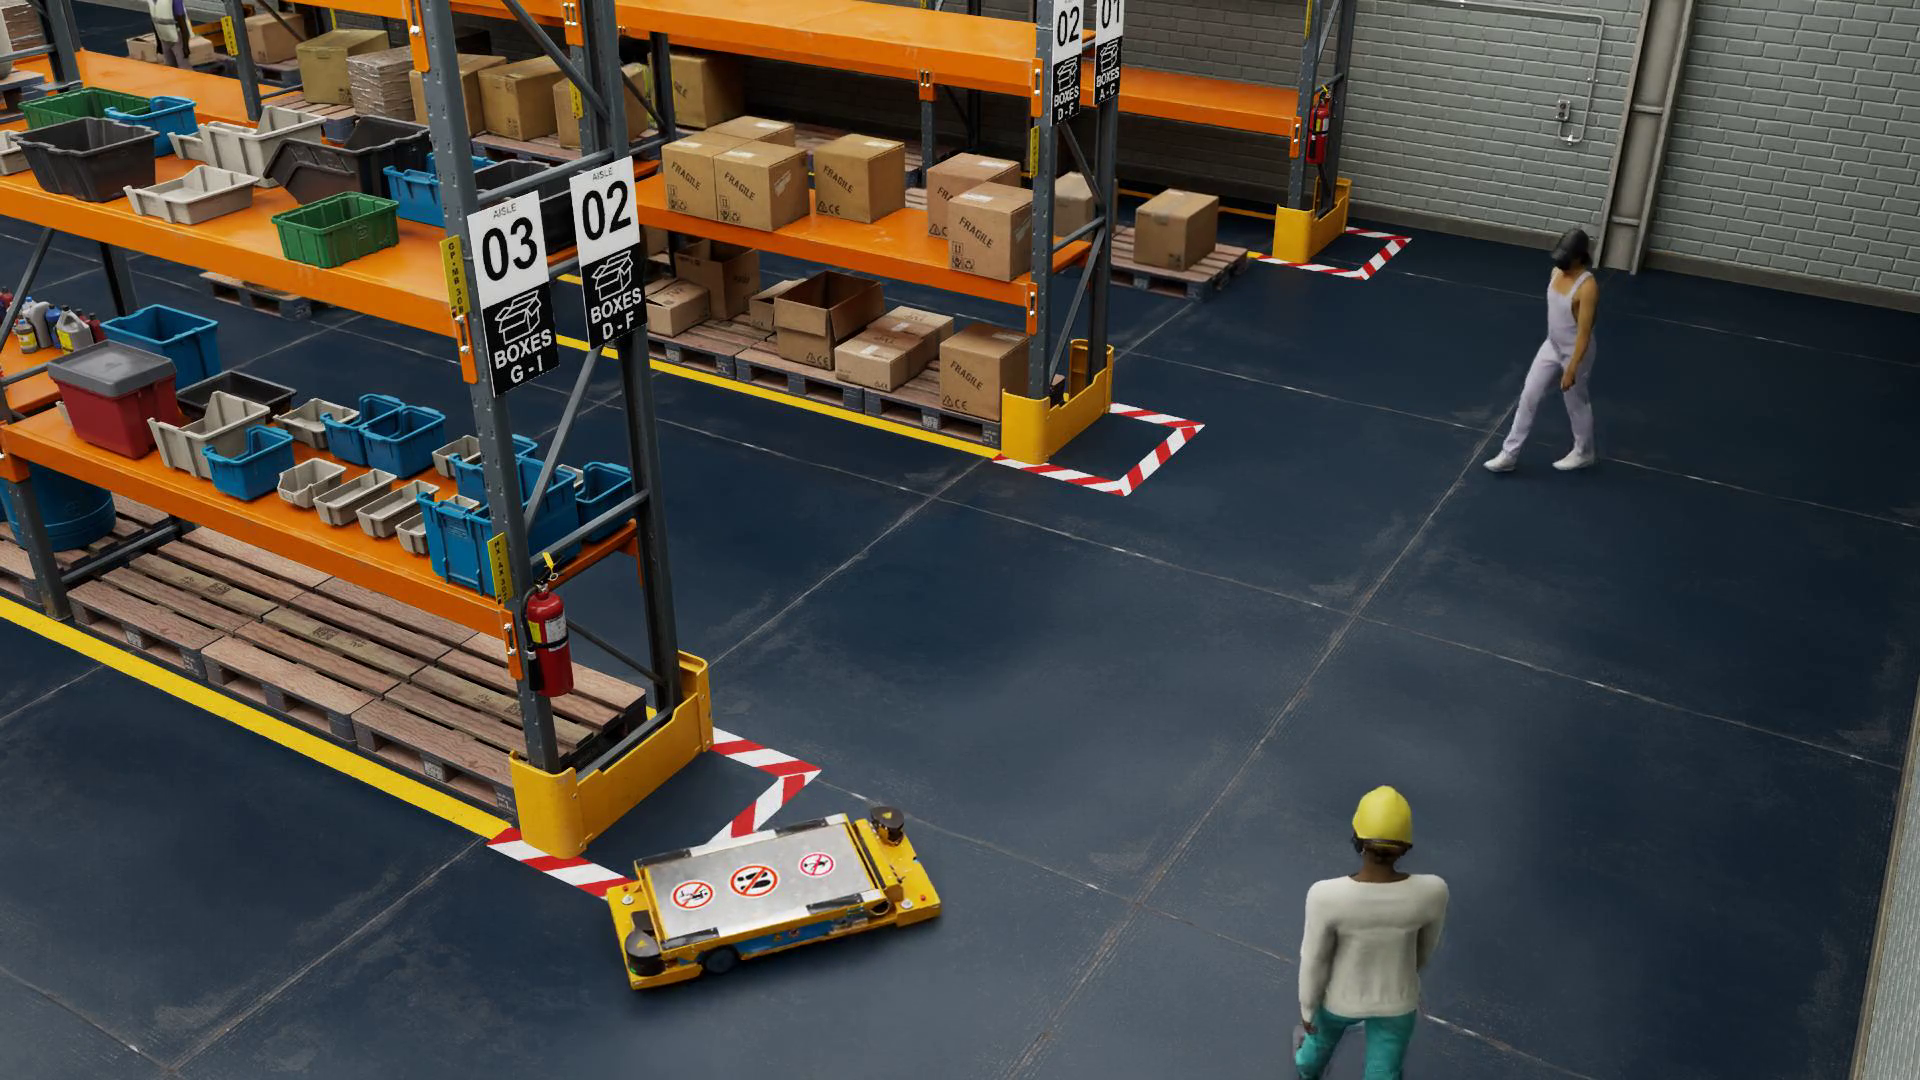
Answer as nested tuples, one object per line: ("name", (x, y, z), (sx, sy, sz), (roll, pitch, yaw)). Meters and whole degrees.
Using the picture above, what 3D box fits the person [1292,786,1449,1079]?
("person", (1.502, 1.635, 6.212), (0.524, 1.715, 0.926), (2, 29, 4))

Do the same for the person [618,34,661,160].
("person", (-3.245, -4.251, 16.821), (0.722, 1.669, 0.529), (15, 33, 26))

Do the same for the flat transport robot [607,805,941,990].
("flat transport robot", (-0.867, 1.637, 7.696), (1.431, 0.231, 0.659), (-10, 31, -17))

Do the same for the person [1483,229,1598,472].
("person", (4.077, -1.268, 11.321), (0.955, 1.808, 0.549), (-11, 31, -18))

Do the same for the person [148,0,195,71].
("person", (-9.212, -5.846, 19.518), (0.571, 1.832, 0.389), (17, 33, 28))
